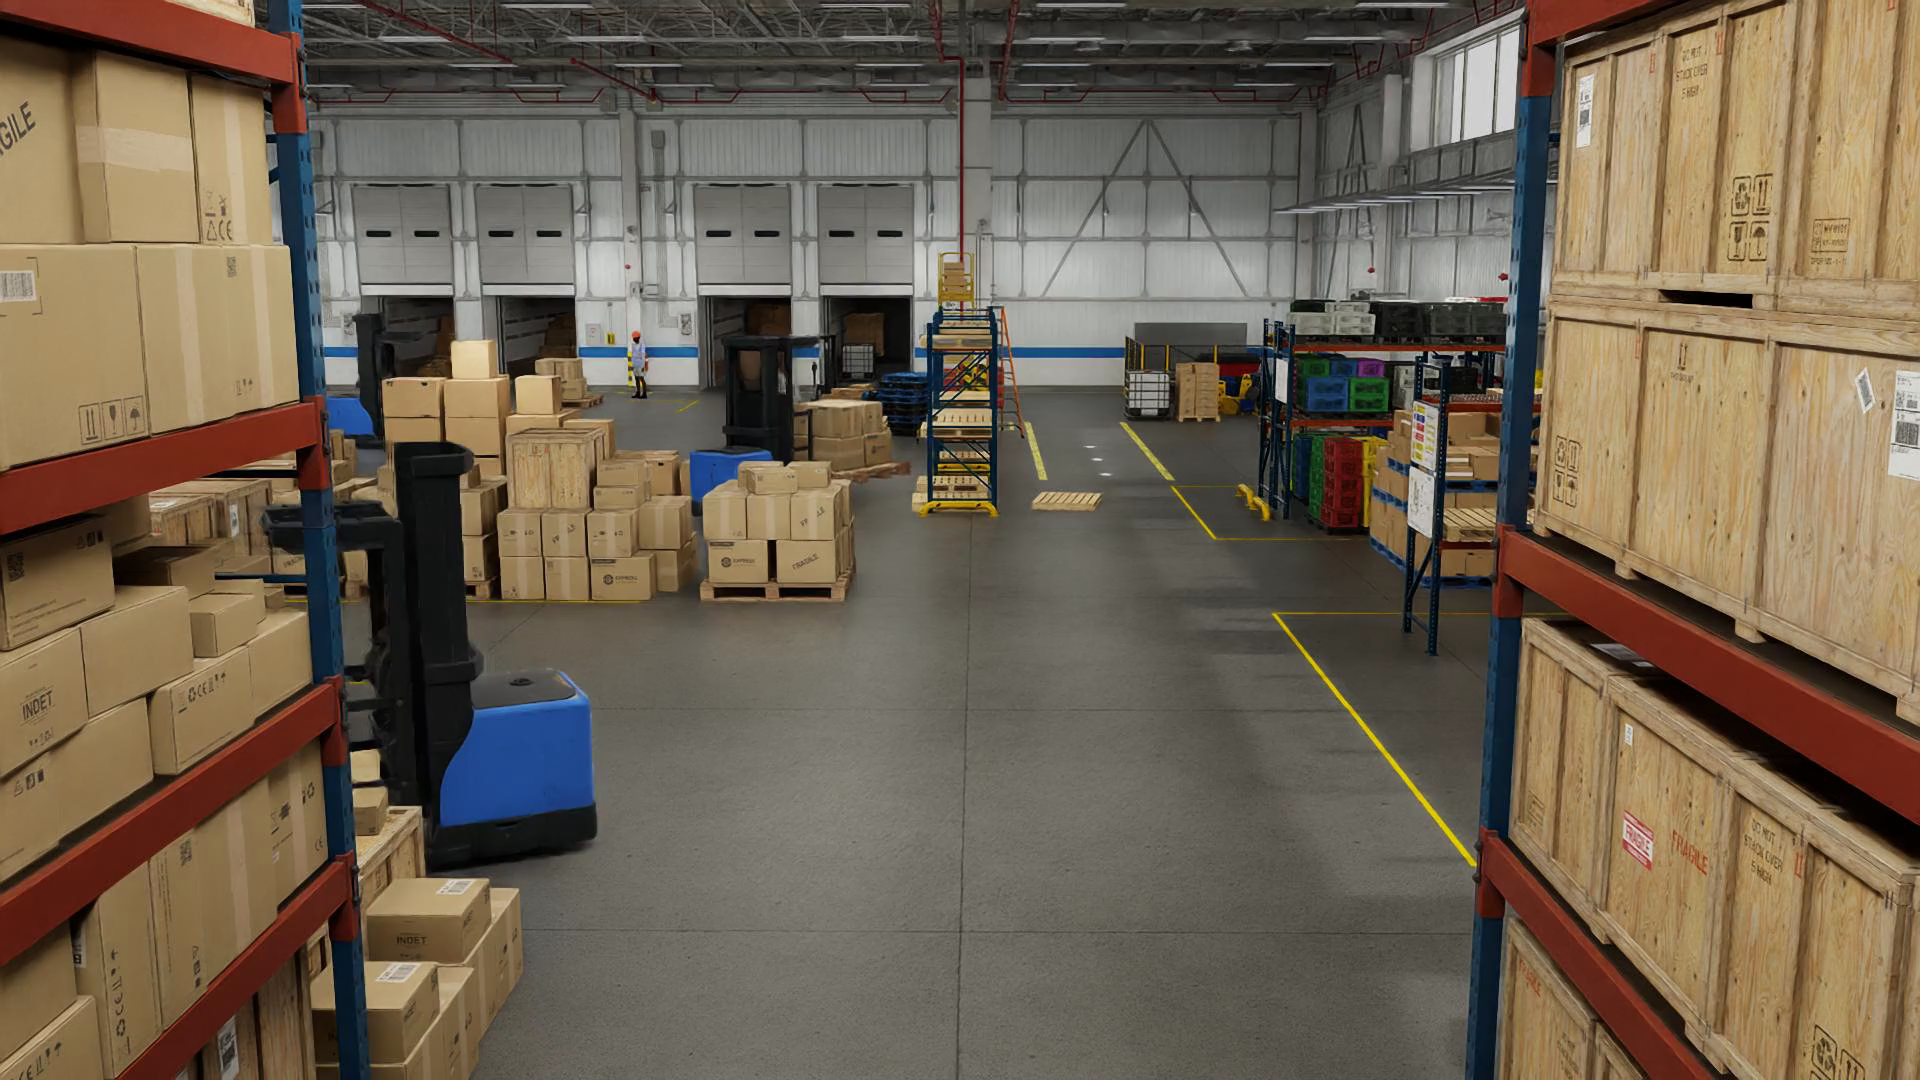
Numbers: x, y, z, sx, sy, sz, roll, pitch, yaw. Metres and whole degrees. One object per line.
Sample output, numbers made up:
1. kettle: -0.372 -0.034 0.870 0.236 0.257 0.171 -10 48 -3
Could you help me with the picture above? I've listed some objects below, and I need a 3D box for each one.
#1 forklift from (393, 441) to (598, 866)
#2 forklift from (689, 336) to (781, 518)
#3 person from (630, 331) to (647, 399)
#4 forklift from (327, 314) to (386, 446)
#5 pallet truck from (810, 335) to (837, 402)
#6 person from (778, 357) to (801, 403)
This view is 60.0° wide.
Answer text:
1. forklift: -3.572 0.743 11.415 1.873 2.768 1.129 -5 11 -25
2. forklift: -3.260 -1.779 25.967 1.129 2.768 1.873 7 12 34
3. person: -9.117 -4.952 47.033 0.544 1.928 0.393 9 13 41
4. forklift: -12.501 -3.396 35.293 1.873 2.768 1.129 -1 10 -4
5. pallet truck: -3.021 -4.312 43.126 1.885 1.965 0.823 3 10 17
6. person: -3.843 -3.102 36.593 0.629 1.876 0.746 -8 13 -40
